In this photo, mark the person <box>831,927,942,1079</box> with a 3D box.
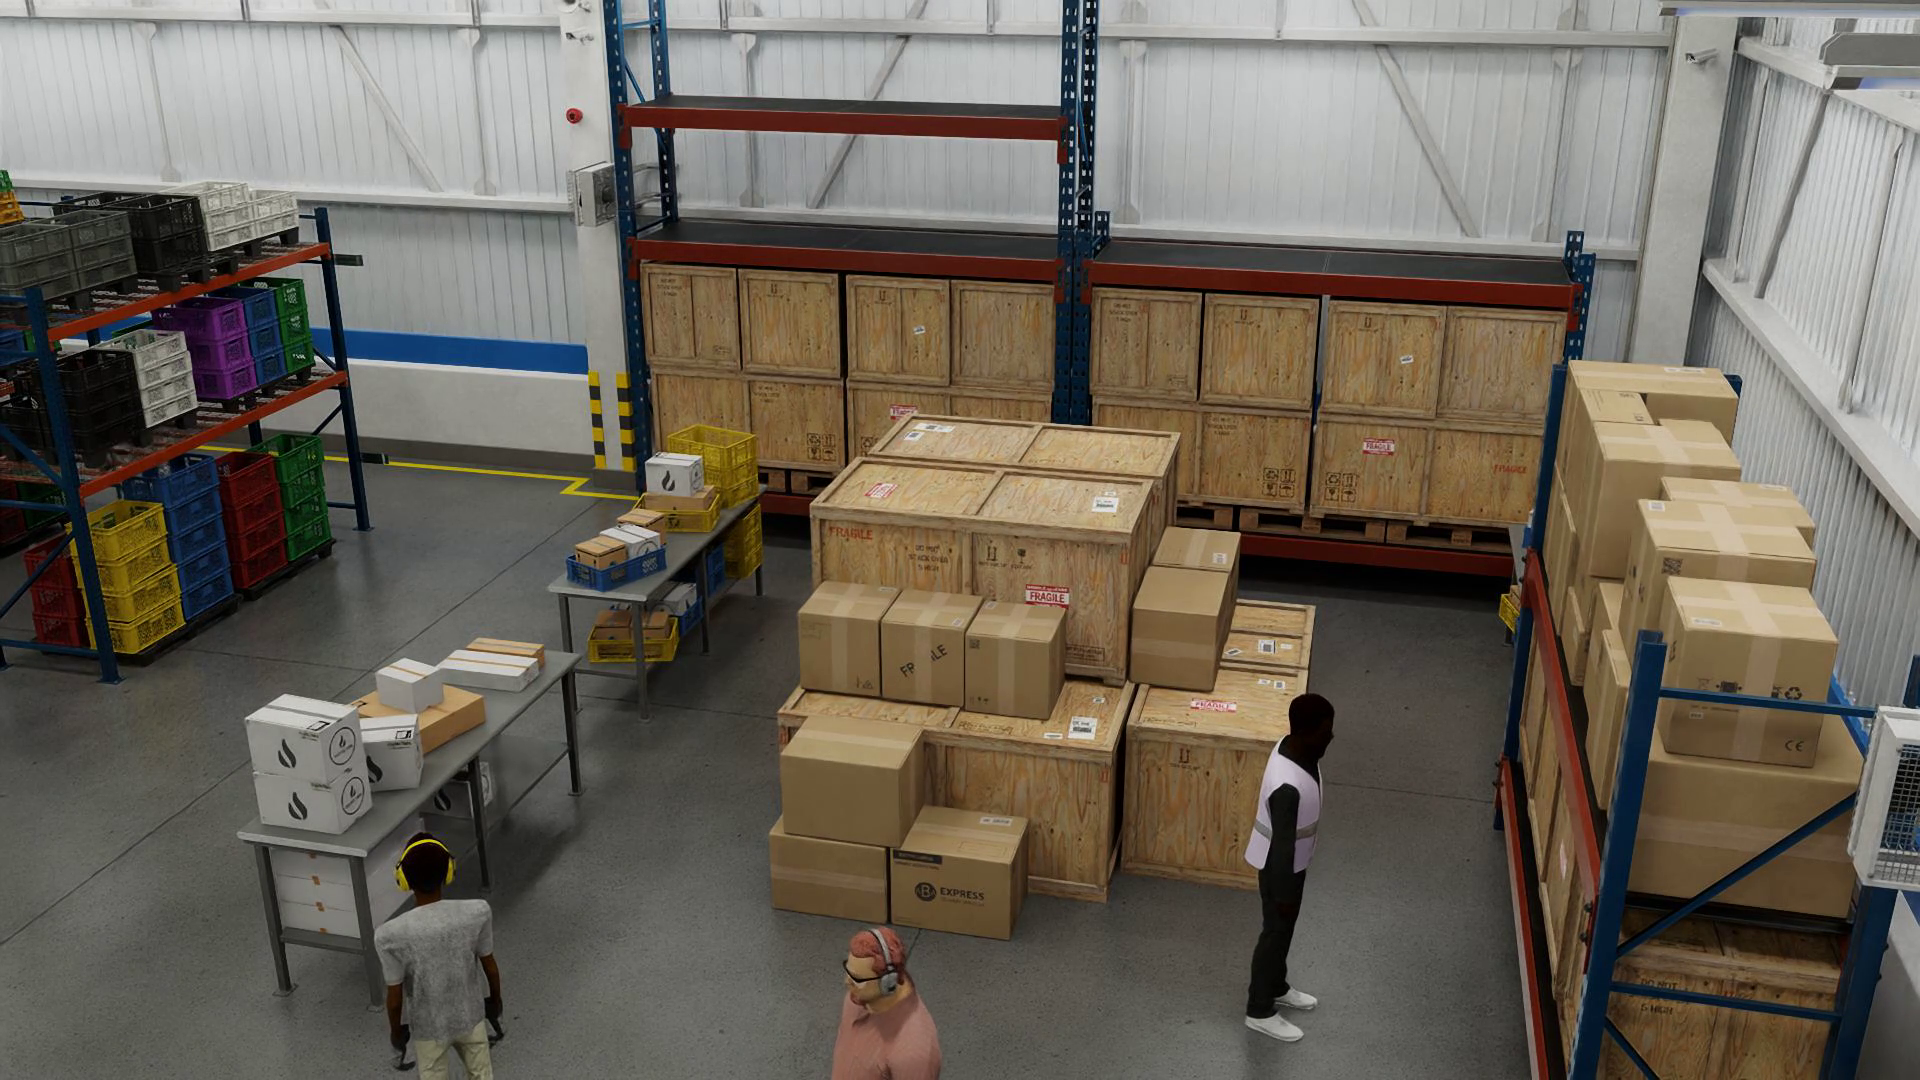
[{"bbox_3d":[-0.307,2.356,6.587,0.400,1.901,0.646,-8,22,-19],"label":"person"}]

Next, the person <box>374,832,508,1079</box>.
[{"bbox_3d":[-2.238,2.113,7.258,0.508,1.872,0.329,-12,24,-28],"label":"person"}]

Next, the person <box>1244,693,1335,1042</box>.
[{"bbox_3d":[1.658,1.640,8.447,0.409,1.909,0.593,7,22,17],"label":"person"}]

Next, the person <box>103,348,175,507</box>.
[{"bbox_3d":[-7.348,-0.798,14.898,0.667,1.861,0.351,-16,26,-35],"label":"person"}]
